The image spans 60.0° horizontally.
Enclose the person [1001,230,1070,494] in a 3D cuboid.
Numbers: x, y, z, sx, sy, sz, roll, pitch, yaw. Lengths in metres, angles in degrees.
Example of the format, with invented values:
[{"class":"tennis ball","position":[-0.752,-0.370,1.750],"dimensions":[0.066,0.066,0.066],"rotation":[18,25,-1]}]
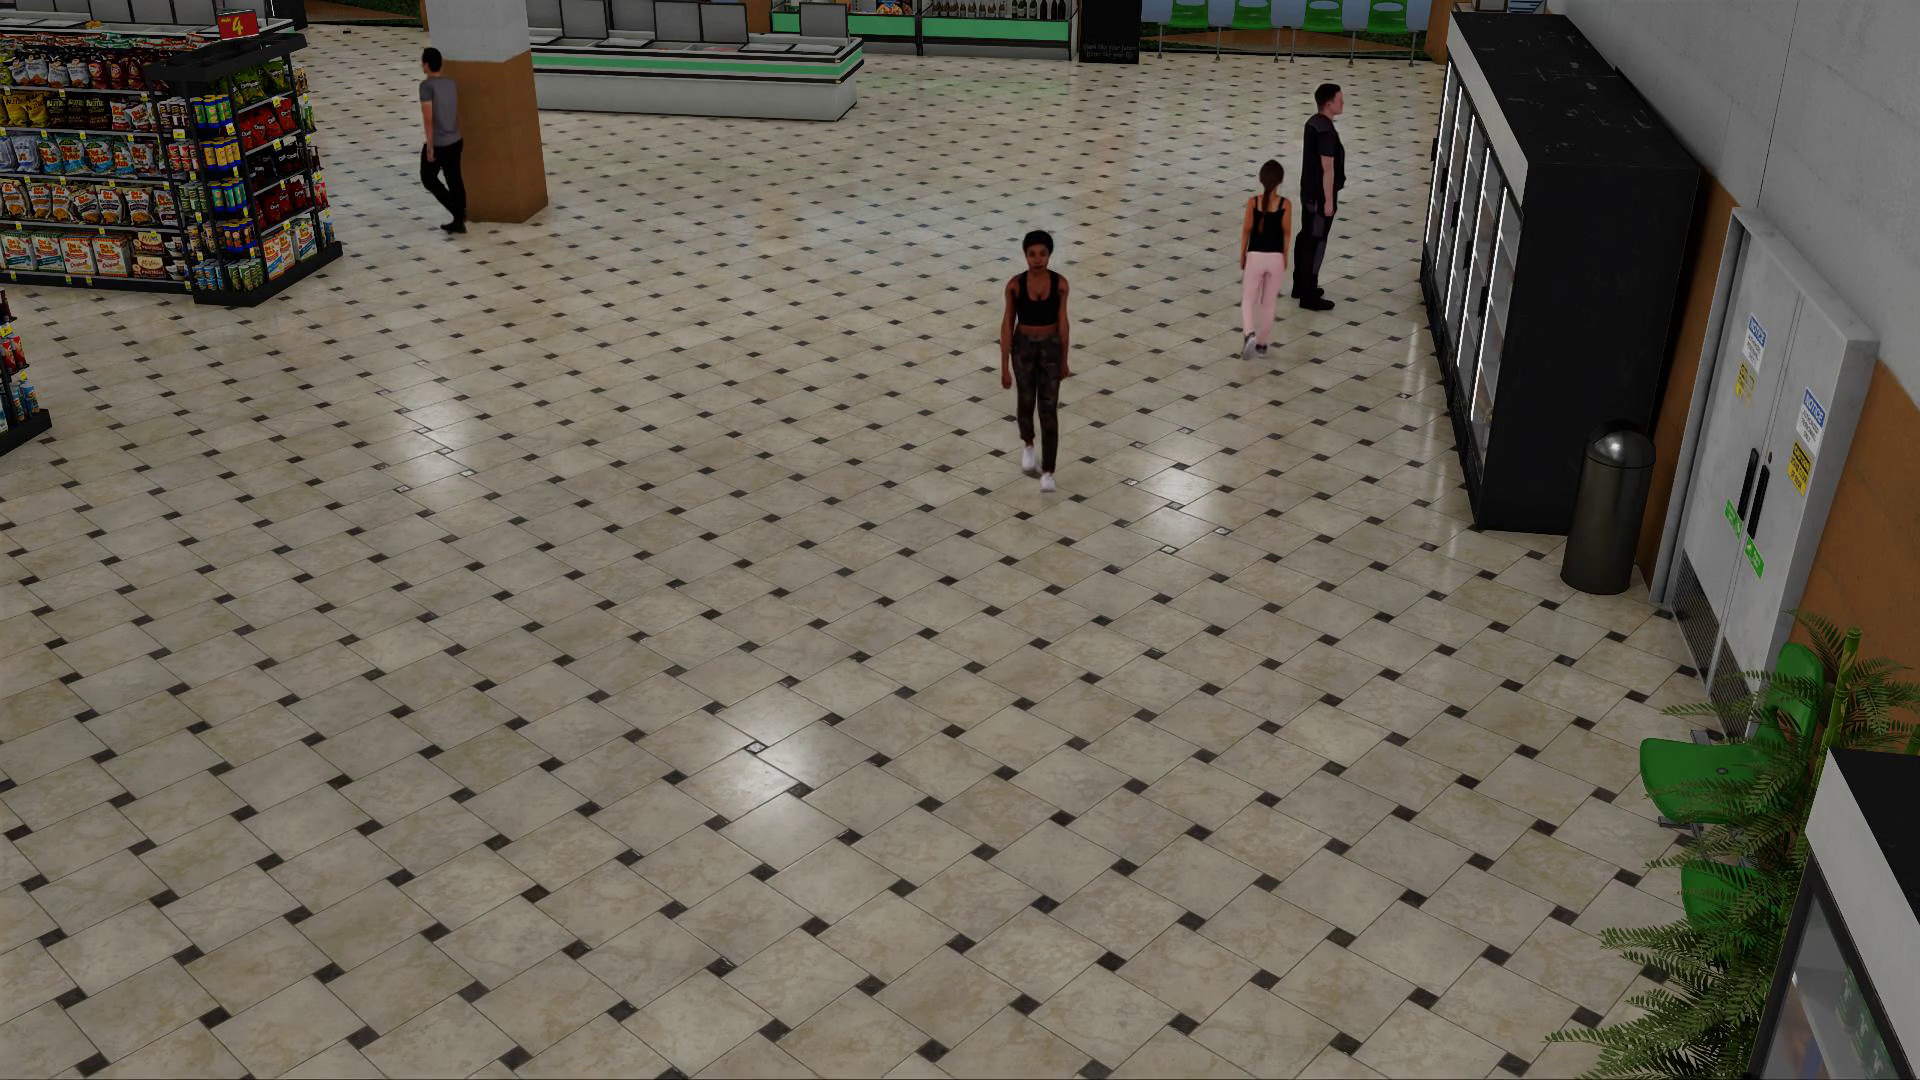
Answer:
[{"class":"person","position":[0.486,-1.197,10.757],"dimensions":[1.047,1.664,0.750],"rotation":[1,27,1]}]

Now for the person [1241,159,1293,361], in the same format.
[{"class":"person","position":[2.324,-2.089,12.644],"dimensions":[0.754,1.549,0.573],"rotation":[4,27,8]}]

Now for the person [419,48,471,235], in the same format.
[{"class":"person","position":[-4.808,-3.728,15.656],"dimensions":[0.758,1.747,0.720],"rotation":[11,29,21]}]

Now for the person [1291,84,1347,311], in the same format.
[{"class":"person","position":[2.988,-2.870,13.857],"dimensions":[0.660,1.846,0.773],"rotation":[-1,27,-1]}]
